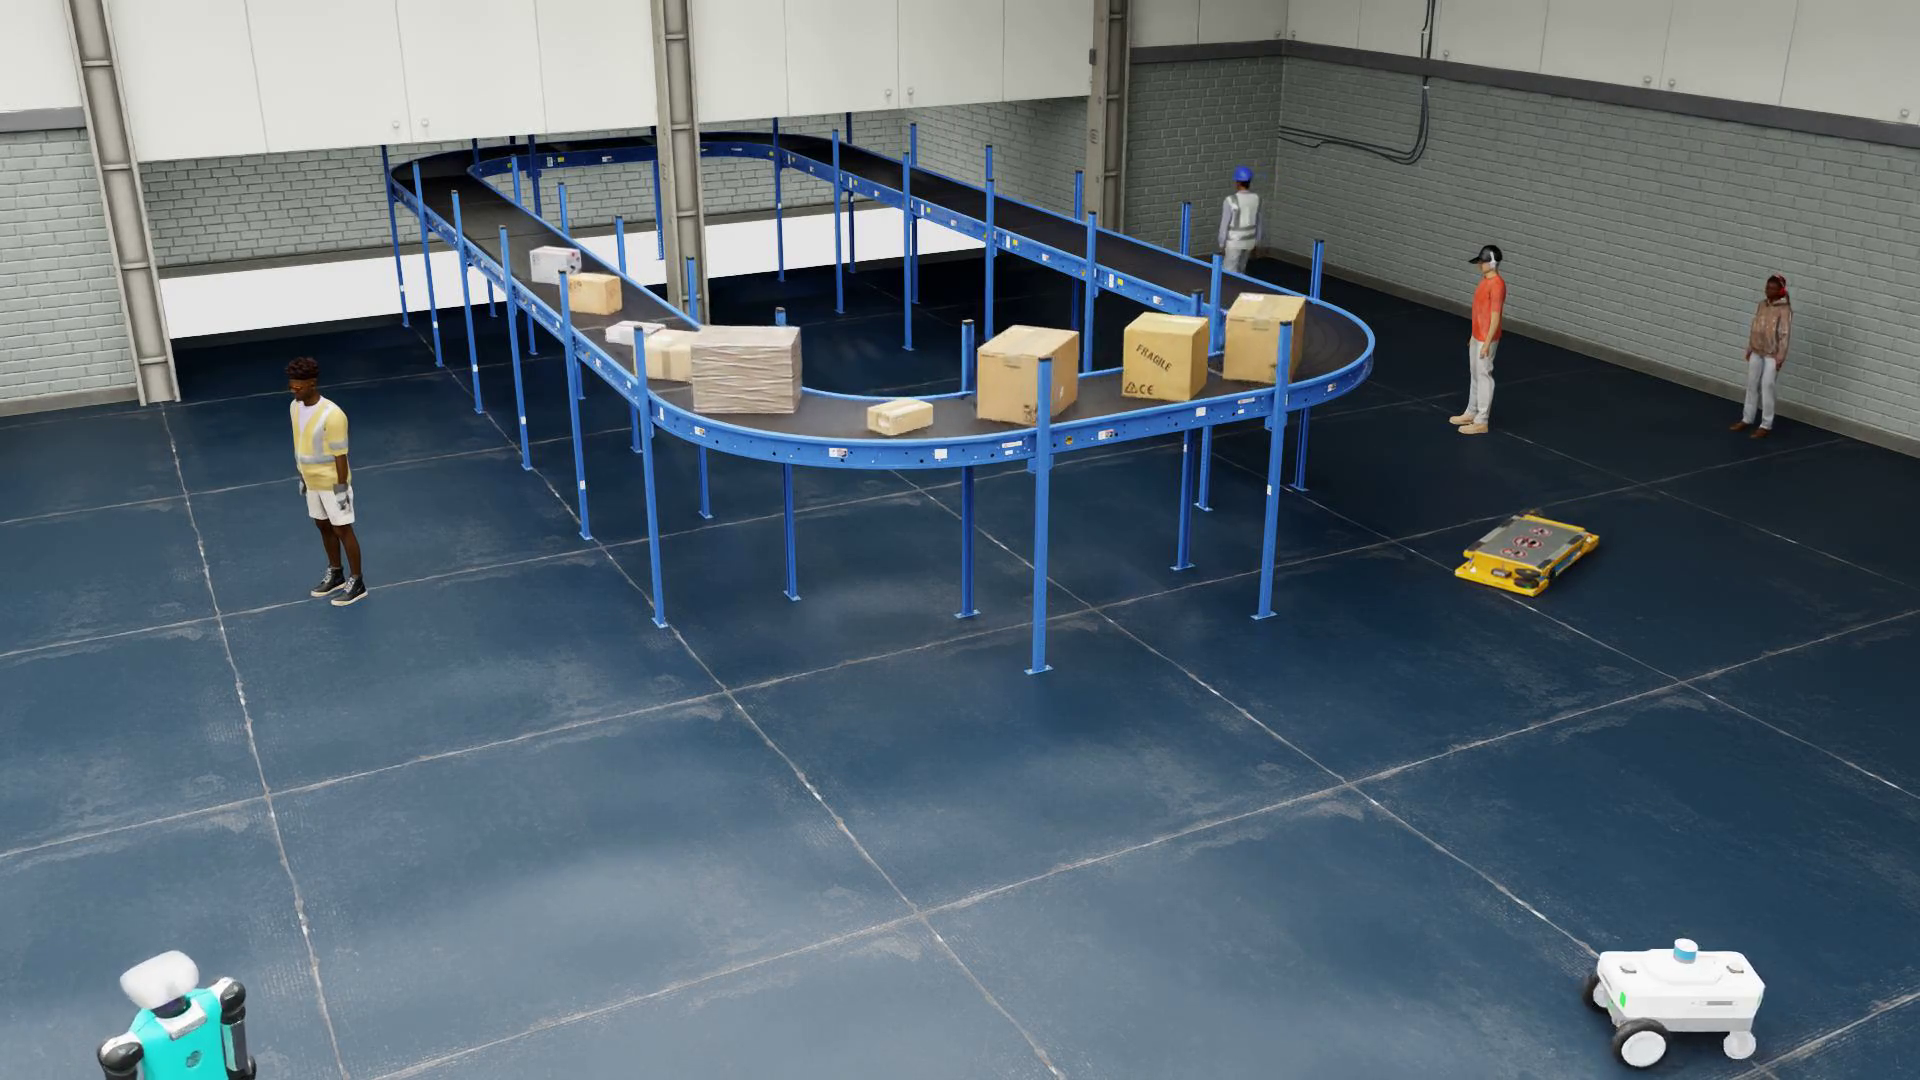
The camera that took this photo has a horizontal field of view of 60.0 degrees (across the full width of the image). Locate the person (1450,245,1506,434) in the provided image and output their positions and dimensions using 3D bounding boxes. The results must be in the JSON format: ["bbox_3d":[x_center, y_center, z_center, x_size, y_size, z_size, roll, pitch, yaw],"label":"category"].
[{"bbox_3d":[5.211,-2.013,16.669,0.406,1.909,0.475,0,22,0],"label":"person"}]

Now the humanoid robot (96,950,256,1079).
[{"bbox_3d":[-3.069,2.270,6.372,1.020,1.777,0.531,15,26,32],"label":"humanoid robot"}]

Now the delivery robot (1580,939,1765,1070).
[{"bbox_3d":[3.440,2.212,8.044,0.799,0.608,0.499,0,22,0],"label":"delivery robot"}]

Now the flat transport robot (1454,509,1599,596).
[{"bbox_3d":[4.668,0.096,13.638,0.659,0.231,1.431,17,28,36],"label":"flat transport robot"}]

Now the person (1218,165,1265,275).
[{"bbox_3d":[3.534,-3.723,20.874,0.614,1.925,0.786,-12,25,-27],"label":"person"}]

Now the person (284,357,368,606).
[{"bbox_3d":[-4.885,-0.464,12.775,0.602,1.959,0.372,16,27,34],"label":"person"}]

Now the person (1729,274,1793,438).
[{"bbox_3d":[8.054,-1.838,16.583,0.317,1.646,0.485,-6,23,-15],"label":"person"}]
